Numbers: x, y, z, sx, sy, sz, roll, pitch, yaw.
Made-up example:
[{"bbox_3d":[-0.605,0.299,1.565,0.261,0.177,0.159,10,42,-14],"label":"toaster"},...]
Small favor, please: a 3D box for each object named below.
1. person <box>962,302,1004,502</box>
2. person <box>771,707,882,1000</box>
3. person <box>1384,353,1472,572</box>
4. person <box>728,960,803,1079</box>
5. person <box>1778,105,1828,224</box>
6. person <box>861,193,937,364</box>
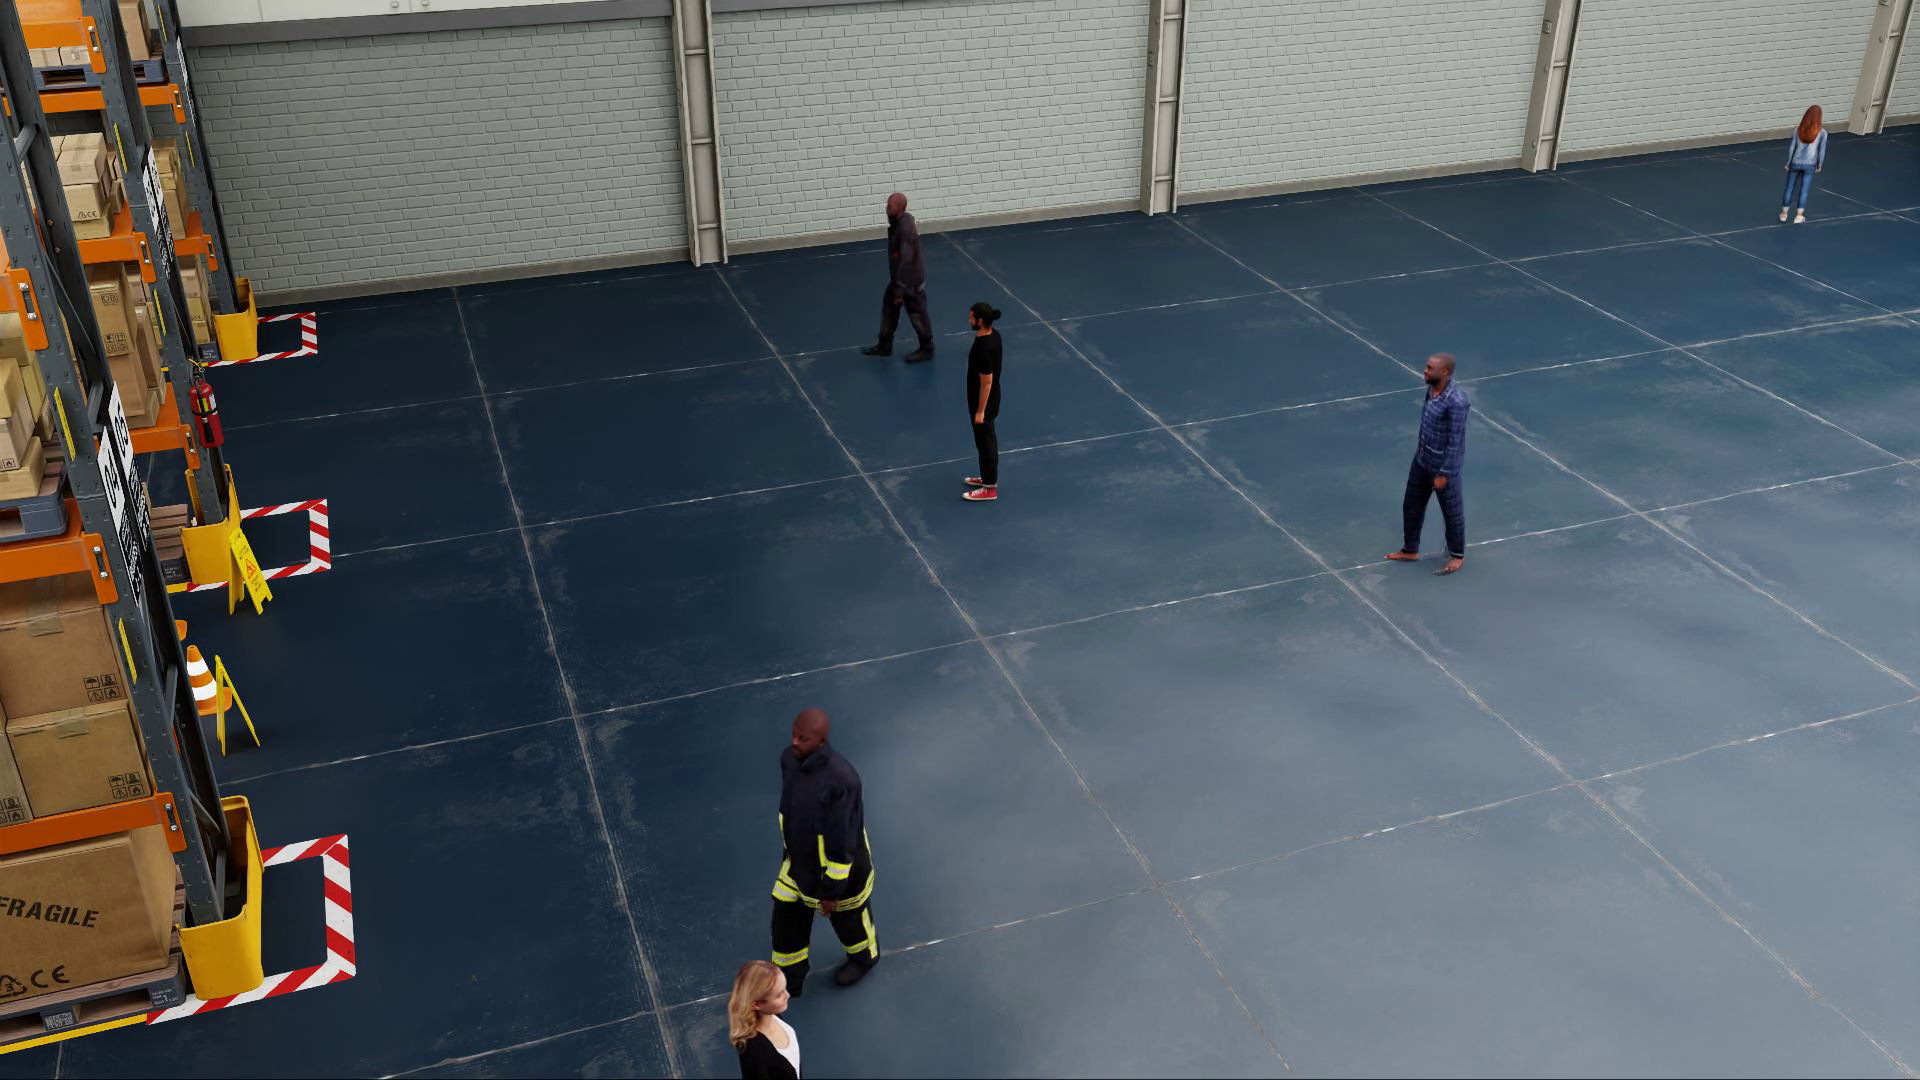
[{"bbox_3d":[0.212,-1.188,14.124,0.696,1.755,0.707,2,28,4],"label":"person"},{"bbox_3d":[-0.650,1.623,8.808,1.039,1.790,1.181,21,35,34],"label":"person"},{"bbox_3d":[3.805,-0.597,12.976,0.876,1.790,0.735,-9,29,-17],"label":"person"},{"bbox_3d":[-0.820,2.510,7.130,0.612,1.802,0.664,-2,28,-3],"label":"person"},{"bbox_3d":[10.734,-4.787,21.177,0.642,1.476,0.679,16,32,27],"label":"person"},{"bbox_3d":[-0.425,-2.658,16.835,1.004,1.800,0.765,-6,29,-12],"label":"person"}]
